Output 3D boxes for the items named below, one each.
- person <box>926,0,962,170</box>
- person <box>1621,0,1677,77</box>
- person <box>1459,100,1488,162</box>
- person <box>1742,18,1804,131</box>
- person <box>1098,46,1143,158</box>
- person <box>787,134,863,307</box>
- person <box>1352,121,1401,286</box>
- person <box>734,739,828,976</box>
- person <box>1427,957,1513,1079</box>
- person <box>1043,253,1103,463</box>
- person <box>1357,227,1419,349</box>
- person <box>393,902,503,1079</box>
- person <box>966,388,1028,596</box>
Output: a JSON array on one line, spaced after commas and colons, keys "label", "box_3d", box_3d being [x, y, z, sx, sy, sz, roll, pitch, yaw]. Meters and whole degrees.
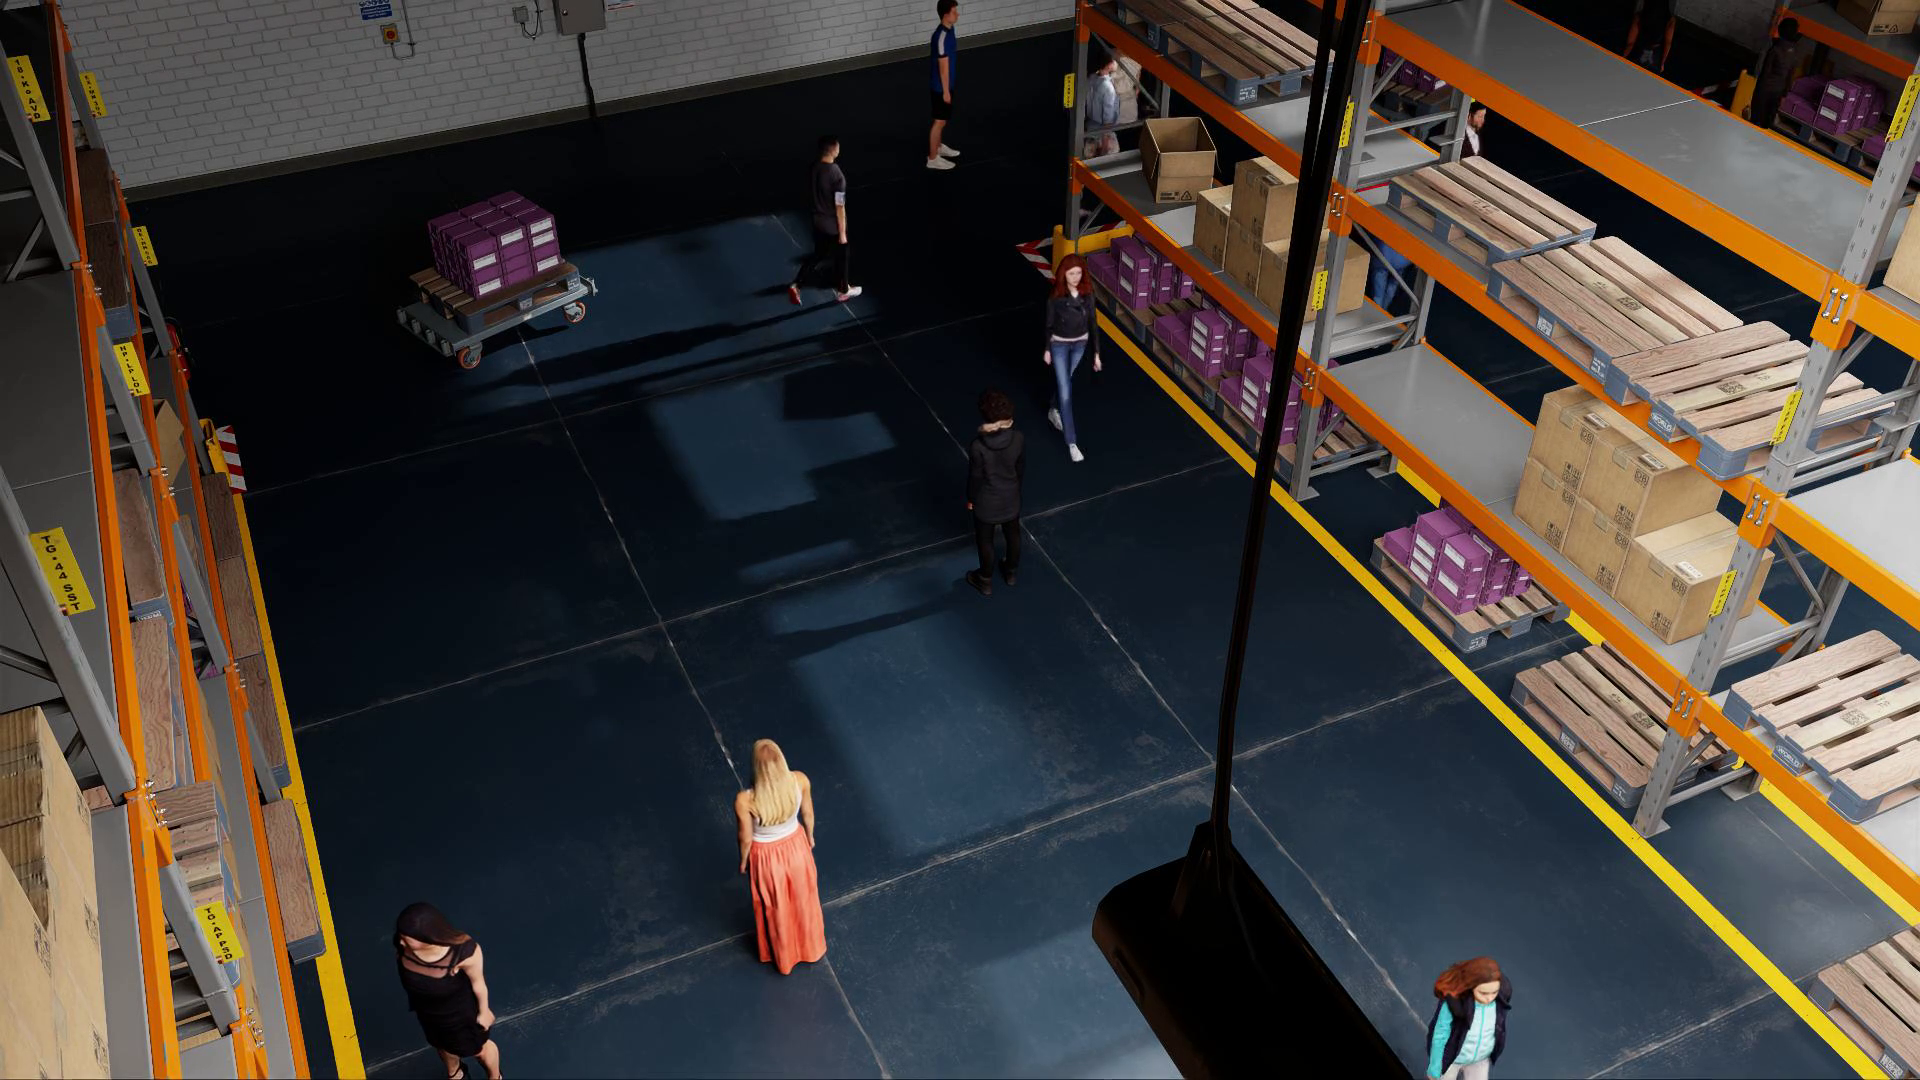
[{"label": "person", "box_3d": [-0.192, -4.957, 18.001, 0.788, 1.859, 0.695, 6, 39, 7]}, {"label": "person", "box_3d": [7.556, -5.287, 18.447, 0.766, 1.817, 0.787, 4, 39, 6]}, {"label": "person", "box_3d": [4.722, -3.440, 16.141, 1.304, 1.807, 0.998, 30, 47, 32]}, {"label": "person", "box_3d": [8.722, -4.919, 18.116, 0.688, 1.655, 0.909, -11, 40, -14]}, {"label": "person", "box_3d": [1.761, -4.463, 17.445, 0.726, 1.781, 1.182, -20, 43, -23]}, {"label": "person", "box_3d": [-1.288, -2.931, 15.556, 0.884, 1.742, 1.052, -29, 47, -31]}, {"label": "person", "box_3d": [3.952, -3.105, 15.788, 0.769, 1.725, 1.067, -27, 46, -29]}, {"label": "person", "box_3d": [-1.037, 1.822, 9.554, 0.608, 1.806, 0.556, -16, 41, -19]}, {"label": "person", "box_3d": [2.621, 2.634, 8.792, 0.632, 1.487, 0.664, -9, 39, -11]}, {"label": "person", "box_3d": [0.879, -1.621, 13.910, 0.689, 1.750, 1.160, -12, 40, -14]}, {"label": "person", "box_3d": [3.925, -2.561, 15.063, 0.950, 1.779, 1.009, 2, 39, 2]}, {"label": "person", "box_3d": [-2.698, 2.465, 8.822, 0.757, 1.715, 0.806, 10, 40, 12]}, {"label": "person", "box_3d": [0.277, -0.345, 12.291, 0.605, 1.776, 0.581, -16, 41, -19]}]
